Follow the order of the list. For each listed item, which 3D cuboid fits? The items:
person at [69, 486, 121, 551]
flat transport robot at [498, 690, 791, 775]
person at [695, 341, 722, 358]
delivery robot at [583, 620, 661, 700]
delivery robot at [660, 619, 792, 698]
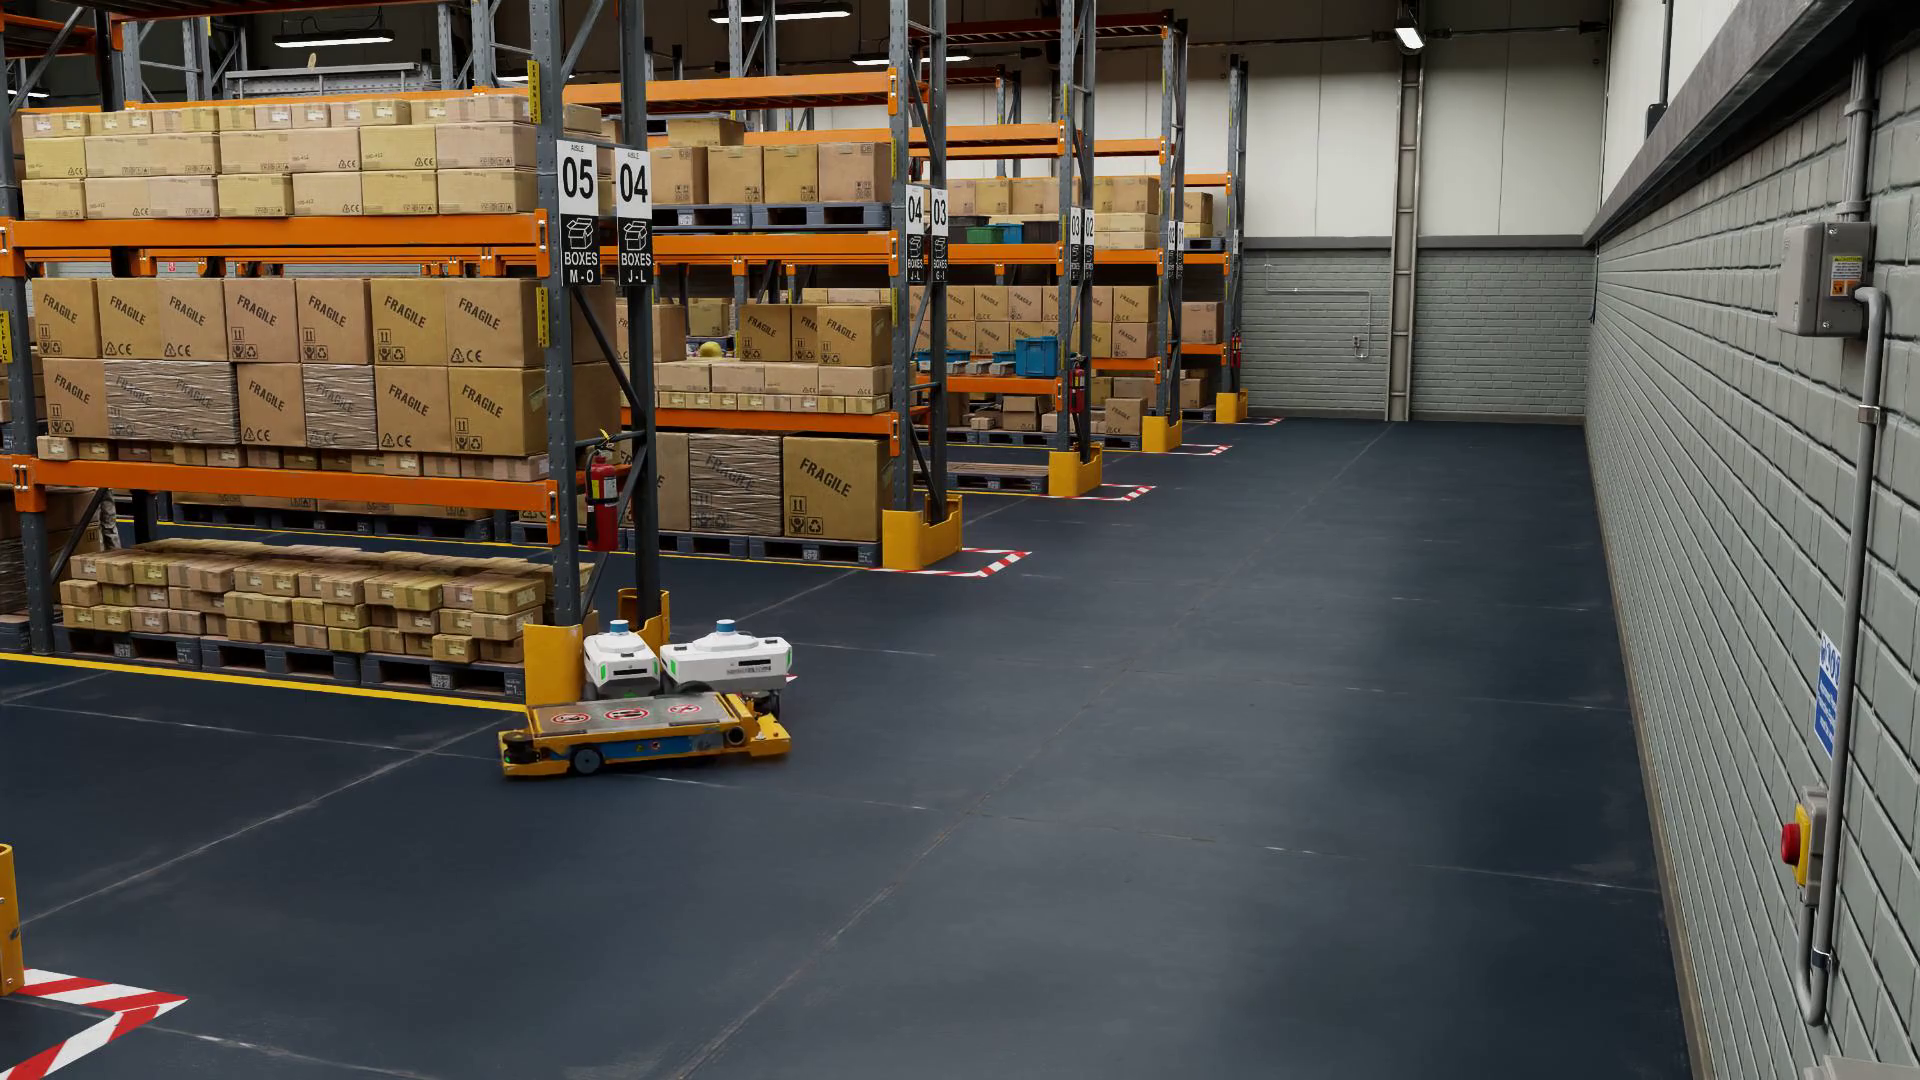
[{"bbox_3d":[-6.793,-0.386,13.011,0.312,1.633,0.514,0,9,2],"label":"person"},{"bbox_3d":[-1.650,0.989,8.654,1.431,0.197,0.652,-3,10,-18],"label":"flat transport robot"},{"bbox_3d":[-2.528,-1.089,16.777,0.403,1.829,0.588,5,10,29],"label":"person"},{"bbox_3d":[-1.905,0.692,9.333,0.477,0.478,0.707,-3,10,-20],"label":"delivery robot"},{"bbox_3d":[-1.310,0.691,9.342,0.707,0.478,0.477,-3,10,-20],"label":"delivery robot"}]
